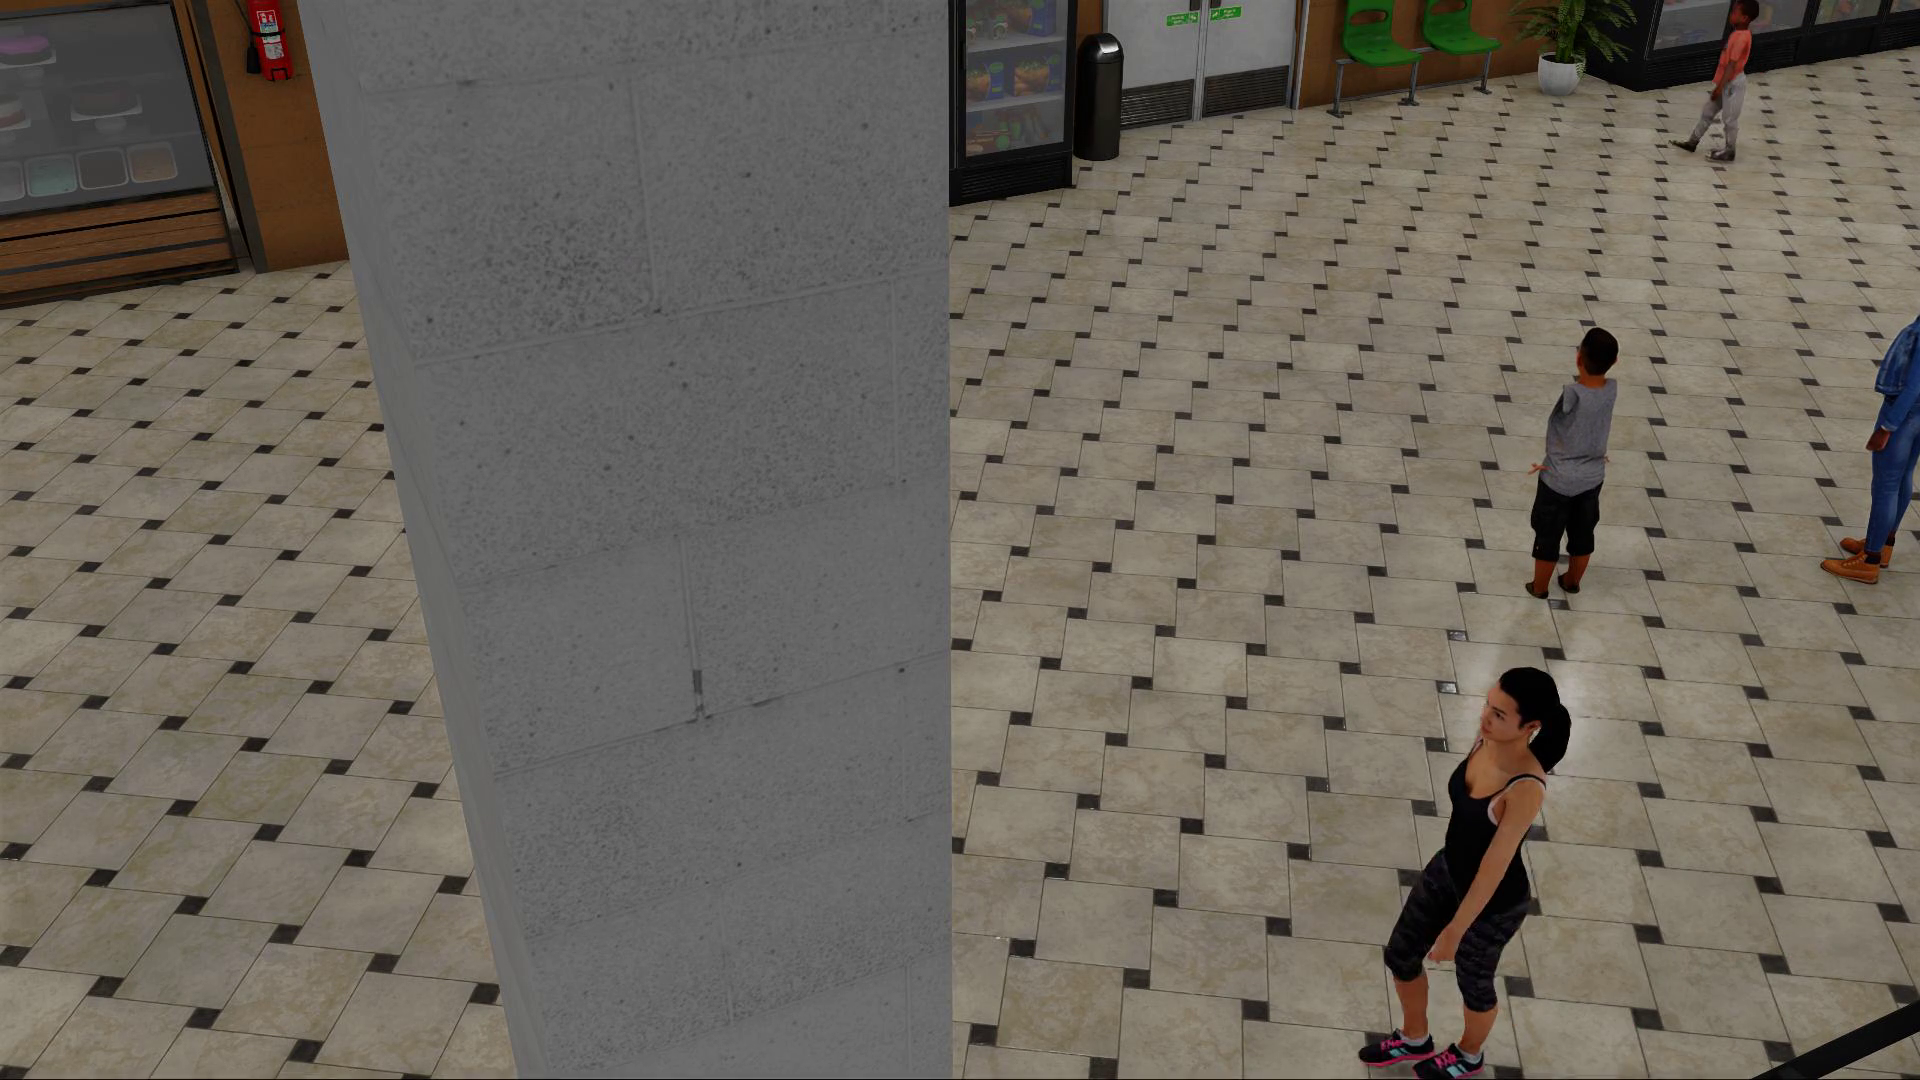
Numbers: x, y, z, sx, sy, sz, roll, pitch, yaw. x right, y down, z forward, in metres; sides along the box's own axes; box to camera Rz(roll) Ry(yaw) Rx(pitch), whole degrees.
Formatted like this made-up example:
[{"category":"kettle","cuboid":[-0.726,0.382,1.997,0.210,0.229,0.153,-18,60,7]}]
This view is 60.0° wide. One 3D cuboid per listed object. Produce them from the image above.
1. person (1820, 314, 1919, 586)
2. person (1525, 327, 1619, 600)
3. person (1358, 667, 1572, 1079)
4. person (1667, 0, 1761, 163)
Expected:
[{"category":"person","cuboid":[4.588,-0.585,8.032,0.664,1.715,0.626,-27,41,-36]},{"category":"person","cuboid":[2.945,-0.385,7.956,0.615,1.455,0.550,-7,33,-12]},{"category":"person","cuboid":[1.733,1.124,5.287,0.704,1.713,0.661,-5,32,-8]},{"category":"person","cuboid":[6.276,-3.682,13.408,0.835,1.293,0.774,11,34,17]}]
